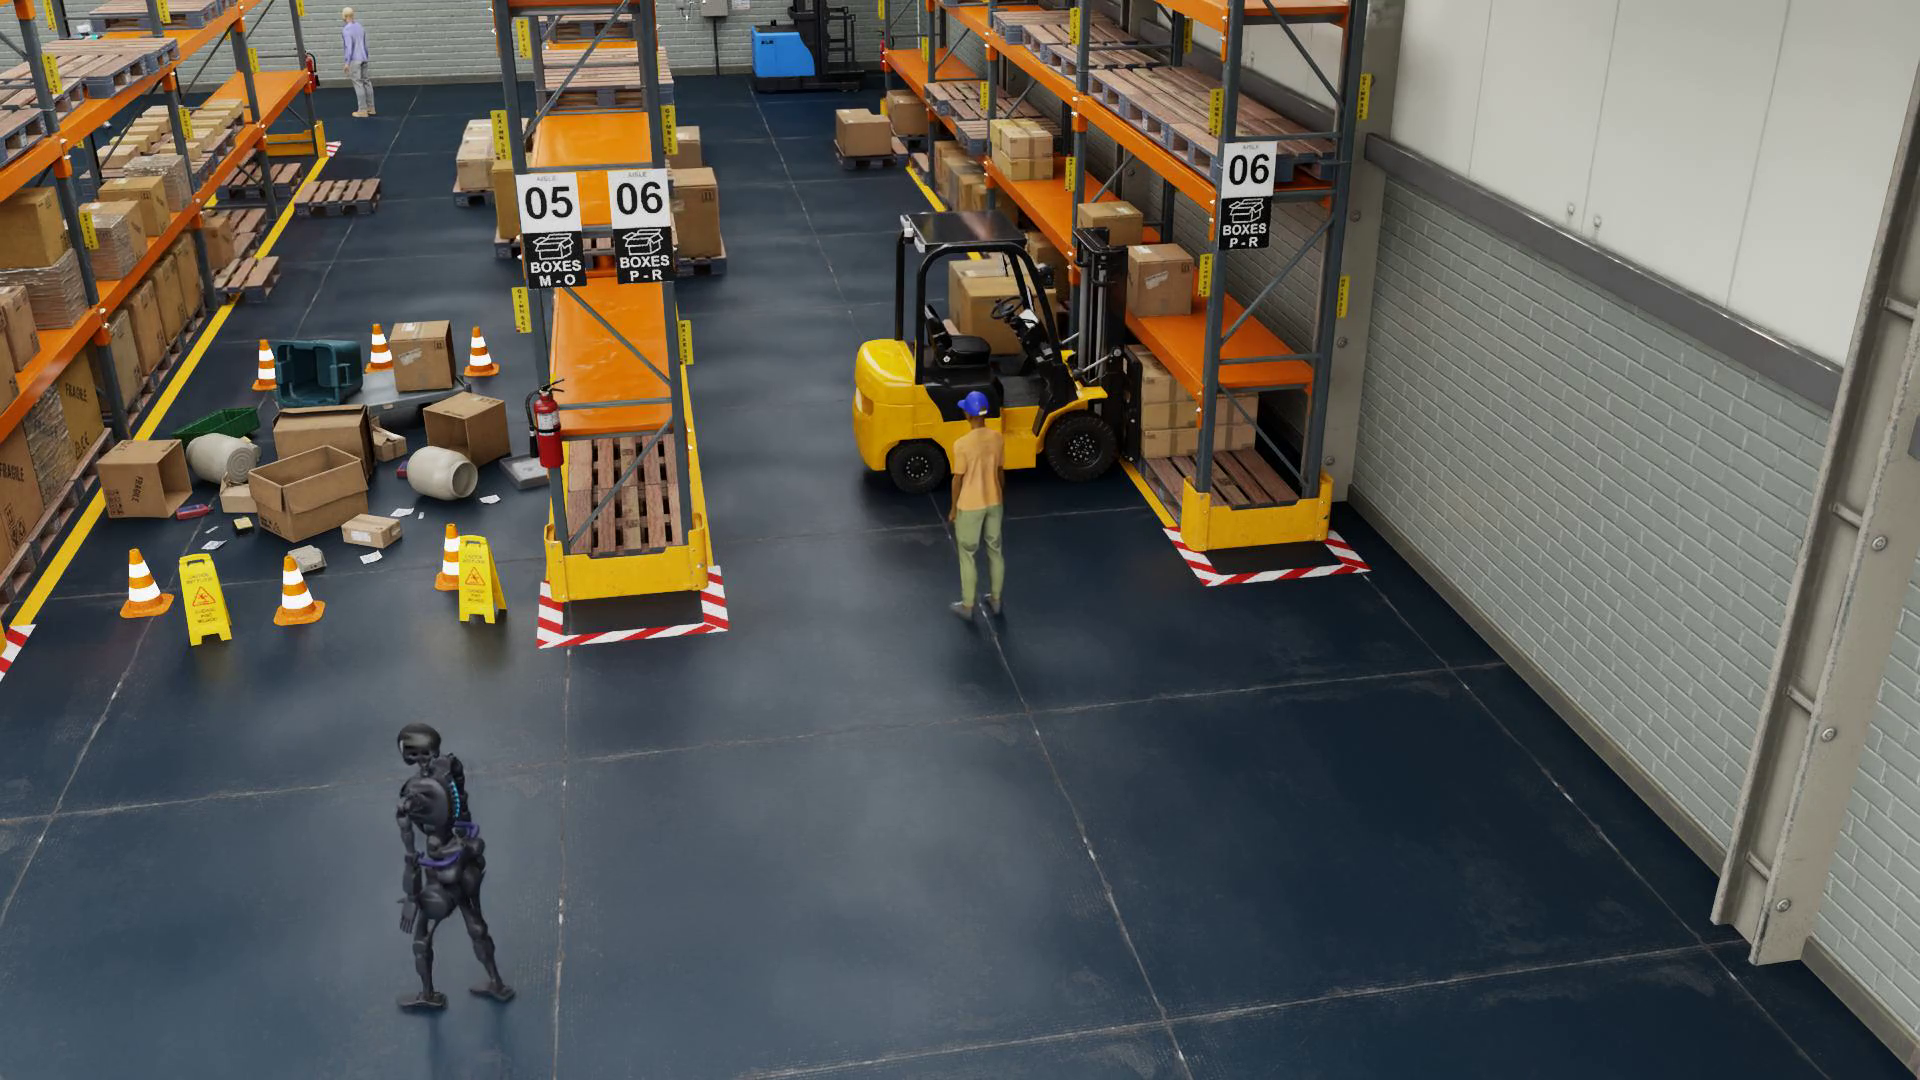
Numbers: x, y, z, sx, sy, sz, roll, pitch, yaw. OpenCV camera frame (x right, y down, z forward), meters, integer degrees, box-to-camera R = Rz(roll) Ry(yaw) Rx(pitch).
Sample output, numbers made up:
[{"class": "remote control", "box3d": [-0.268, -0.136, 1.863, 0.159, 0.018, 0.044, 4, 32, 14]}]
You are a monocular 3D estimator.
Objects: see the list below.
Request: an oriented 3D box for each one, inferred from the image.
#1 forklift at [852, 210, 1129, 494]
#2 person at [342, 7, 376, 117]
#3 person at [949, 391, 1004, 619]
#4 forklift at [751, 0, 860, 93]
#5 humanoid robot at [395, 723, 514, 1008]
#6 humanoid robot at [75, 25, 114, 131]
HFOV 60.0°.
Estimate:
[{"class": "forklift", "box3d": [0.216, -1.659, 14.366, 2.313, 2.155, 1.214, -5, 26, -10]}, {"class": "person", "box3d": [-10.236, -8.118, 28.269, 0.374, 1.797, 0.606, 7, 27, 15]}, {"class": "person", "box3d": [0.112, -0.265, 12.019, 0.437, 1.706, 0.394, -16, 30, -30]}, {"class": "forklift", "box3d": [-2.872, -9.679, 30.288, 1.873, 2.768, 1.129, -5, 26, -10]}, {"class": "humanoid robot", "box3d": [-2.570, 1.603, 8.168, 0.551, 1.644, 0.592, 7, 26, 14]}, {"class": "humanoid robot", "box3d": [-14.156, -7.533, 27.129, 0.560, 1.733, 1.032, -22, 33, -38]}]
